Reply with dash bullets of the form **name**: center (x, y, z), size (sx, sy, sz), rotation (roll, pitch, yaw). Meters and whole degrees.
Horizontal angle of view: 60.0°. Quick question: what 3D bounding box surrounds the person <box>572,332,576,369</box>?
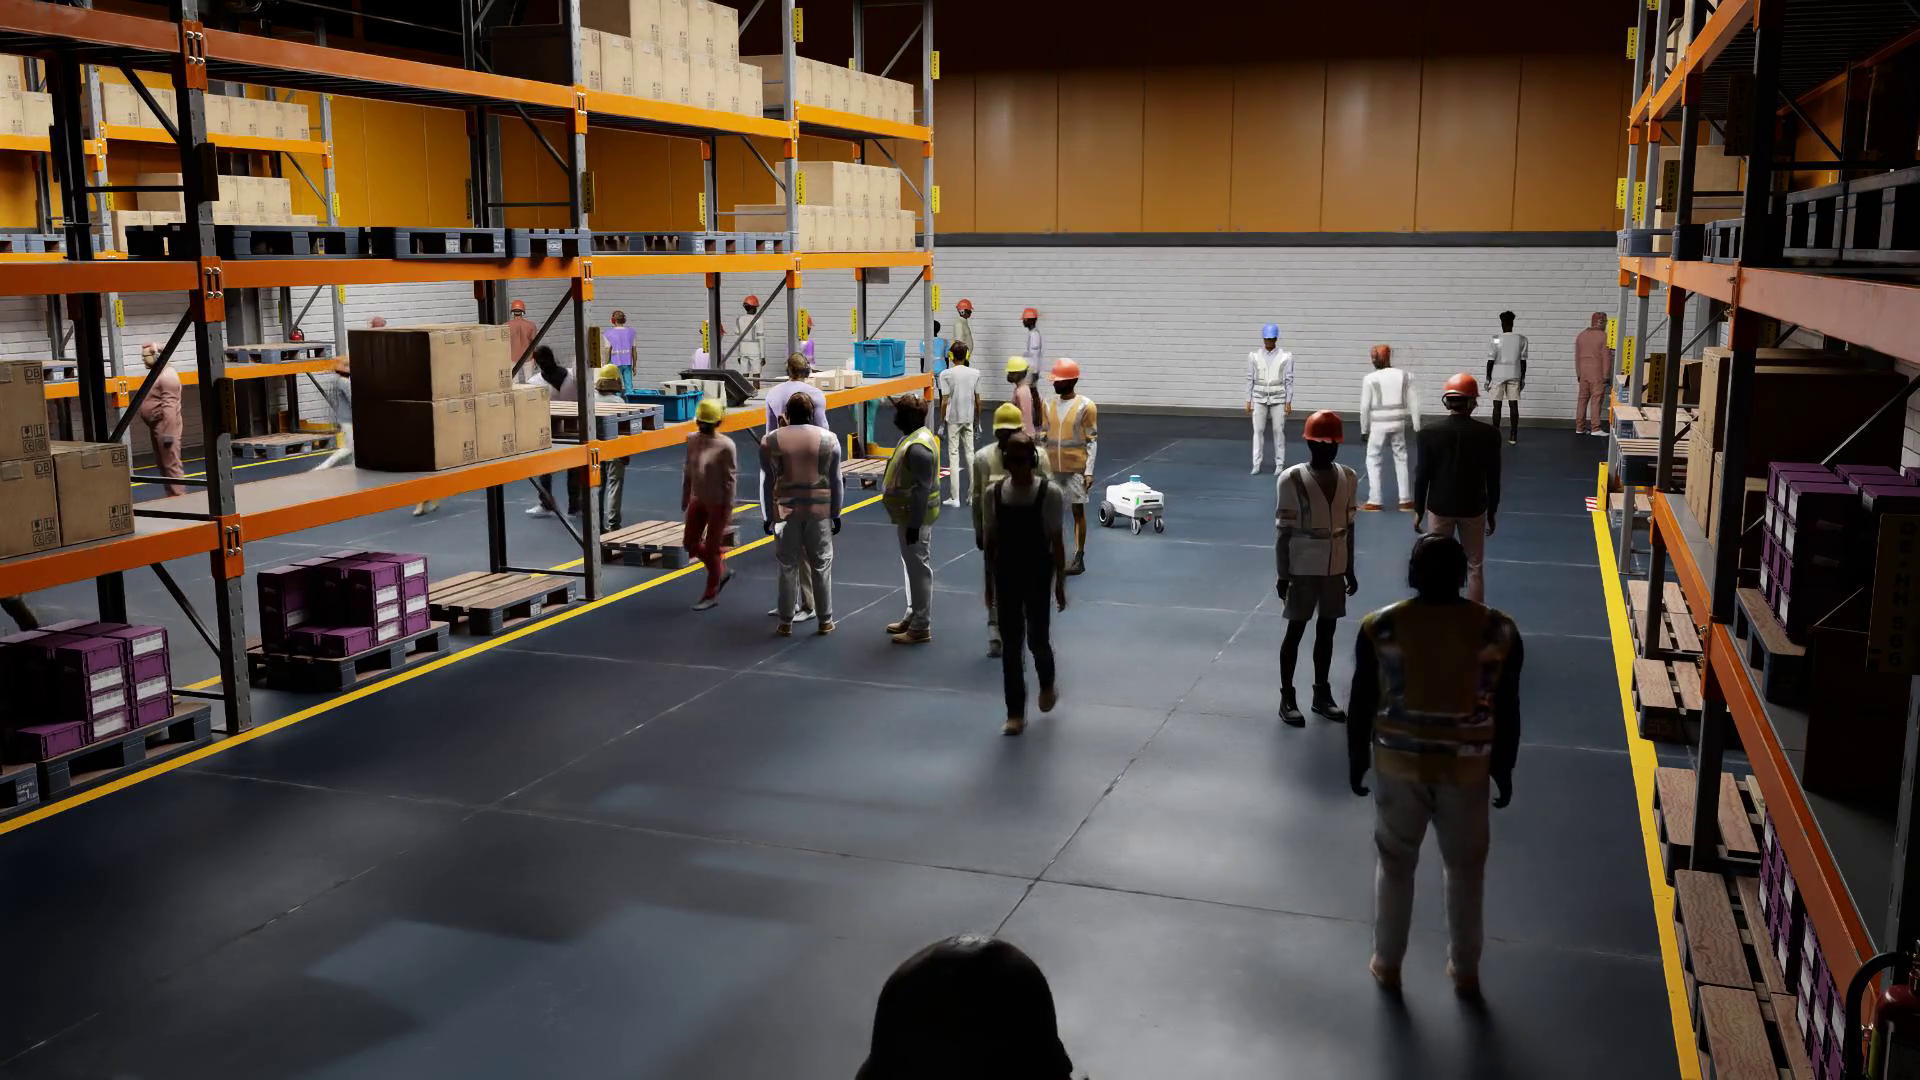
- **person**: center (-5.699, -2.348, 25.171), size (0.309, 1.643, 0.523), rotation (-3, 11, -19)

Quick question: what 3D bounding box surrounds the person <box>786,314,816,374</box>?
- **person**: center (-2.267, -2.308, 24.101), size (0.543, 1.939, 0.370), rotation (10, 14, 44)

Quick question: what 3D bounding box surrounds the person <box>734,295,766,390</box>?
- **person**: center (-3.664, -3.270, 29.227), size (0.609, 2.044, 0.394), rotation (6, 12, 29)

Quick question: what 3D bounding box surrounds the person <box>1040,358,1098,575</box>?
- **person**: center (0.946, -0.651, 14.786), size (0.547, 1.934, 0.376), rotation (6, 12, 31)

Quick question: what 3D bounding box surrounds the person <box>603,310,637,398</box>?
- **person**: center (-5.604, -2.864, 27.494), size (0.566, 1.846, 0.389), rotation (-7, 12, -33)

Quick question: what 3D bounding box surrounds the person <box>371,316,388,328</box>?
- **person**: center (-8.698, -2.425, 24.965), size (0.642, 1.872, 0.910), rotation (-4, 11, -24)

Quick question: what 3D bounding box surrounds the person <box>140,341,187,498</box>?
- **person**: center (-8.580, -1.181, 17.875), size (0.399, 1.900, 0.644), rotation (-8, 13, -39)

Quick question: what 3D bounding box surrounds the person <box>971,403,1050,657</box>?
- **person**: center (0.369, -0.095, 12.031), size (0.594, 1.796, 0.813), rotation (1, 10, 4)

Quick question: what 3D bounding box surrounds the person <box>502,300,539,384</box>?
- **person**: center (-7.467, -3.073, 28.254), size (0.622, 1.994, 0.381), rotation (-3, 11, -19)

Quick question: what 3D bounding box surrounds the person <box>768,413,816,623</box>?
- **person**: center (-1.295, -0.182, 12.982), size (0.308, 1.638, 0.511), rotation (-7, 12, -35)

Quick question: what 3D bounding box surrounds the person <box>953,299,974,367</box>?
- **person**: center (0.063, -3.151, 28.693), size (0.381, 1.994, 0.615), rotation (1, 10, 6)

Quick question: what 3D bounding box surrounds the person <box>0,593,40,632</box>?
- **person**: center (-6.419, 0.085, 10.780), size (0.556, 1.879, 0.975), rotation (6, 11, 29)

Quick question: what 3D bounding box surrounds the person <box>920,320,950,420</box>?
- **person**: center (-0.415, -2.751, 27.275), size (0.533, 1.699, 0.318), rotation (-3, 11, -18)

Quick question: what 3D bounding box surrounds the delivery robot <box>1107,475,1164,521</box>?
- **delivery robot**: center (1.800, -0.420, 17.105), size (0.477, 0.478, 0.707), rotation (-4, 11, -22)

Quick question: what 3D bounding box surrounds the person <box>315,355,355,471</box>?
- **person**: center (-7.426, -1.417, 19.981), size (0.632, 1.613, 0.497), rotation (-5, 11, -28)

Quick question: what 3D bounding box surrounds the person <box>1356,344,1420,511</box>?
- **person**: center (4.755, -1.213, 18.267), size (0.763, 1.852, 0.337), rotation (-2, 10, -9)

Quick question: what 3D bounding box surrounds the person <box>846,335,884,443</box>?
- **person**: center (-1.257, -1.926, 22.523), size (0.537, 1.744, 0.662), rotation (-4, 11, -20)

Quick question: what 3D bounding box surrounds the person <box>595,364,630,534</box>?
- **person**: center (-3.518, -0.904, 16.767), size (0.485, 1.737, 0.346), rotation (6, 12, 32)

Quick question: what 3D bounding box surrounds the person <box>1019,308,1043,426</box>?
- **person**: center (1.040, -2.761, 26.710), size (0.665, 1.916, 0.586), rotation (0, 10, -2)

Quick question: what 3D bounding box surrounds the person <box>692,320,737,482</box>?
- **person**: center (-2.984, -1.661, 20.163), size (0.377, 2.045, 0.605), rotation (-9, 14, -42)

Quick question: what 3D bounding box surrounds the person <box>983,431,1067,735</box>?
- **person**: center (0.399, 0.246, 10.024), size (0.538, 1.834, 0.536), rotation (4, 11, 21)

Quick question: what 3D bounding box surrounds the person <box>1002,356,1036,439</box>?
- **person**: center (0.584, -1.084, 17.755), size (0.521, 1.753, 0.529), rotation (1, 10, 8)

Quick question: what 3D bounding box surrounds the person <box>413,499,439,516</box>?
- **person**: center (-5.842, -1.083, 17.902), size (0.559, 1.680, 0.377), rotation (2, 10, 9)

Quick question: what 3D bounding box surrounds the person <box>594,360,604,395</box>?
- **person**: center (-4.994, -1.888, 22.582), size (0.312, 1.639, 0.512), rotation (4, 11, 21)

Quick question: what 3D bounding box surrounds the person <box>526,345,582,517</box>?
- **person**: center (-4.289, -1.152, 17.800), size (0.719, 1.875, 0.367), rotation (-4, 11, -22)

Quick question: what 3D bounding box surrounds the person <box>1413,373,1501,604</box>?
- **person**: center (3.643, -0.224, 12.220), size (0.613, 1.991, 0.392), rotation (3, 10, 14)

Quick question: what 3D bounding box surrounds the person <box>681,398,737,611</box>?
- **person**: center (-2.005, -0.292, 13.323), size (0.595, 1.725, 0.488), rotation (7, 12, 34)

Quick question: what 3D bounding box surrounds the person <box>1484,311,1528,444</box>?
- **person**: center (8.040, -2.390, 24.509), size (0.602, 1.959, 0.371), rotation (0, 10, 2)

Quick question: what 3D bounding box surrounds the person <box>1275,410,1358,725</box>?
- **person**: center (2.194, 0.168, 10.165), size (0.553, 1.935, 0.364), rotation (-3, 11, -19)

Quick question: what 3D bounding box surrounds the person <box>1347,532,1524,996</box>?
- **person**: center (1.839, 0.880, 6.465), size (0.647, 1.834, 0.430), rotation (2, 10, 11)

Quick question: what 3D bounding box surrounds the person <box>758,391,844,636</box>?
- **person**: center (-1.184, -0.191, 12.457), size (0.625, 1.844, 0.429), rotation (-1, 10, -6)

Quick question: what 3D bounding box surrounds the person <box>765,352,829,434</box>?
- **person**: center (-1.492, -0.770, 15.440), size (0.635, 1.939, 0.359), rotation (5, 11, 25)

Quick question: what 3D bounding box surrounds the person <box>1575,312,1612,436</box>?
- **person**: center (9.746, -2.544, 25.543), size (0.399, 1.902, 0.642), rotation (-5, 11, -25)

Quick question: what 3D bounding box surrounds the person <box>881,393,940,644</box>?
- **person**: center (-0.364, -0.163, 12.292), size (0.429, 1.847, 0.625), rotation (-1, 10, -7)

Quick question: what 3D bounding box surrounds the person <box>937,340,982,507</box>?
- **person**: center (-0.005, -1.298, 18.629), size (0.533, 1.864, 0.311), rotation (-5, 11, -24)

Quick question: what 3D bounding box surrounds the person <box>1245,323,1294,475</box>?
- **person**: center (3.933, -1.787, 21.184), size (0.612, 1.943, 0.409), rotation (3, 11, 18)
